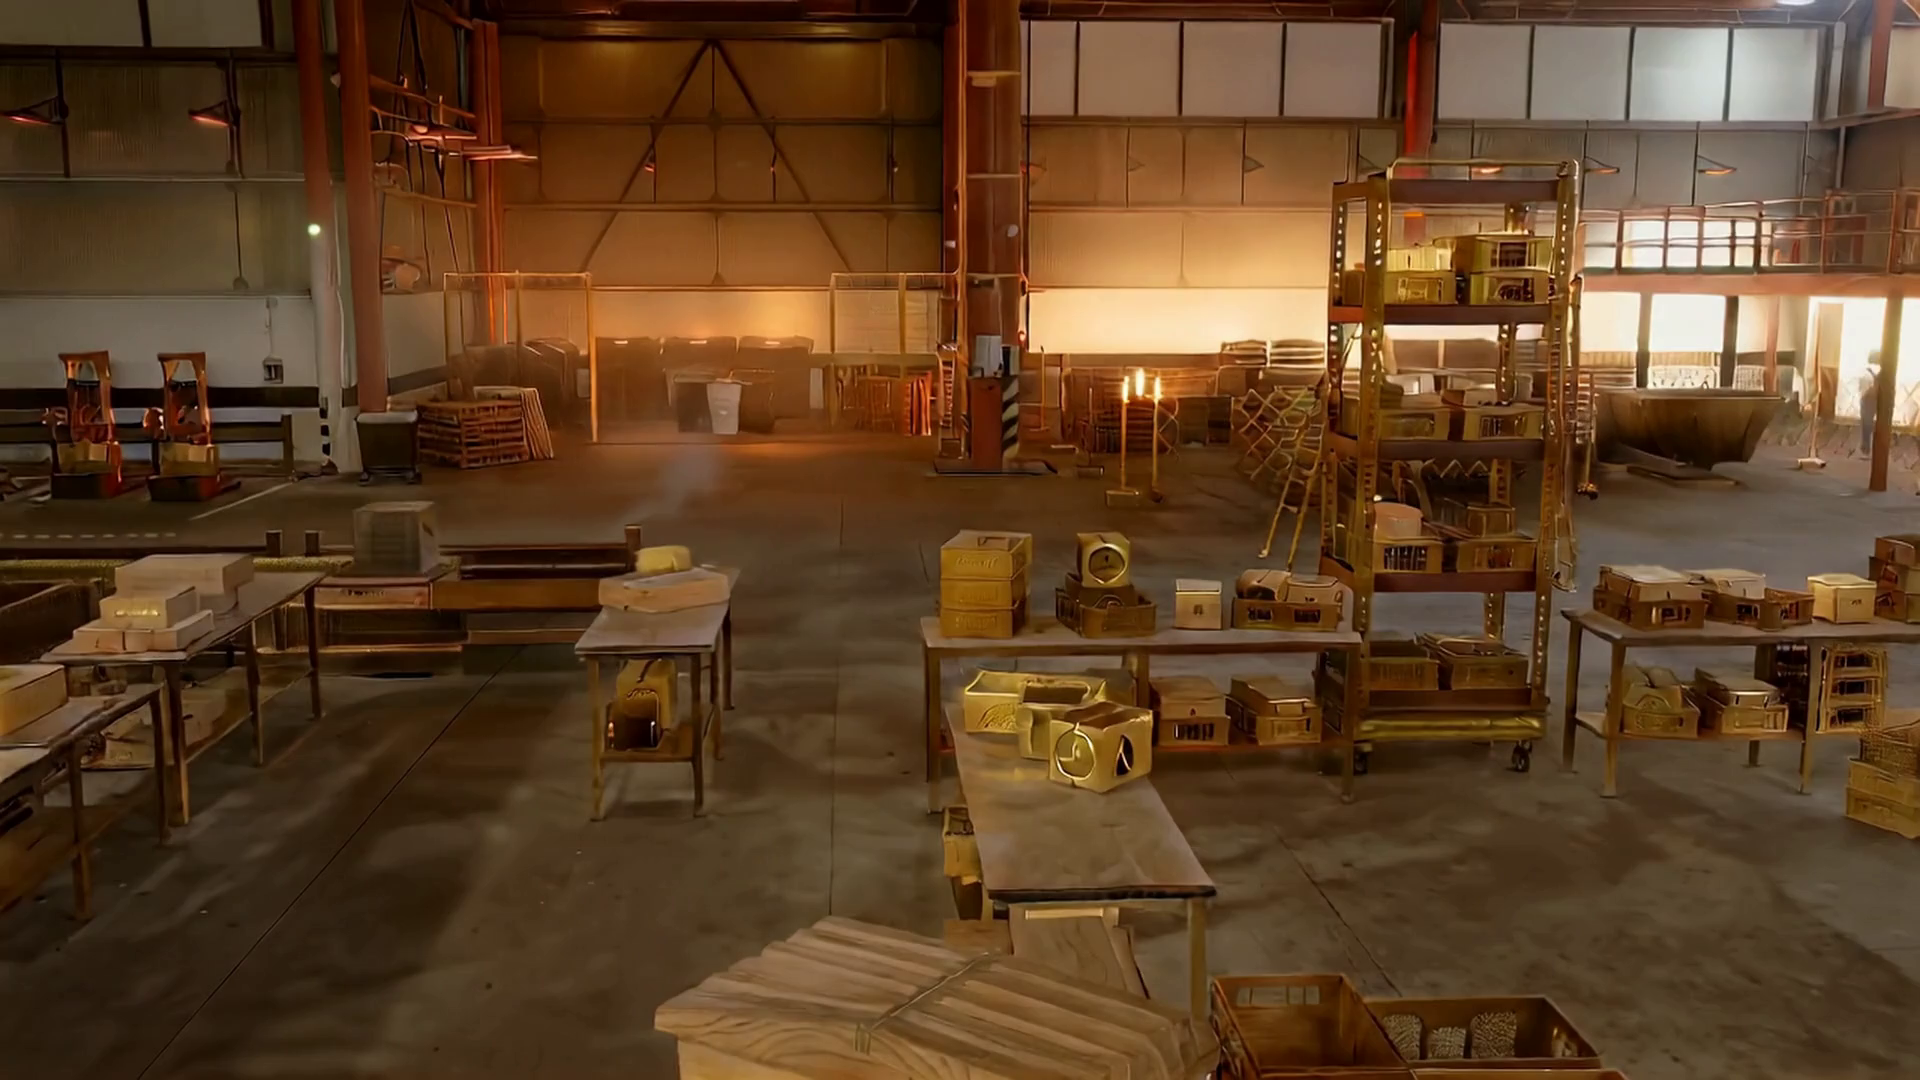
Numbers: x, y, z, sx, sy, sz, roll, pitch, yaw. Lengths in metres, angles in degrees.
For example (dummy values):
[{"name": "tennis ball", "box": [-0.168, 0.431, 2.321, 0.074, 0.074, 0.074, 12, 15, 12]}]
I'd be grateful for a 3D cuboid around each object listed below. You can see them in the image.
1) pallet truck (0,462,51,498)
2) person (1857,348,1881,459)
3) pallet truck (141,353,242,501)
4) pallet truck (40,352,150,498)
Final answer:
[{"name": "pallet truck", "box": [-13.193, -1.293, 23.148, 0.653, 1.274, 1.630, -1, 9, -4]}, {"name": "person", "box": [15.032, -2.228, 27.345, 0.529, 1.836, 0.509, 1, 9, 6]}, {"name": "pallet truck", "box": [-10.520, -1.604, 22.925, 0.823, 1.965, 1.885, -1, 9, -6]}, {"name": "pallet truck", "box": [-11.907, -1.642, 23.165, 0.823, 1.965, 1.885, 0, 9, 0]}]
